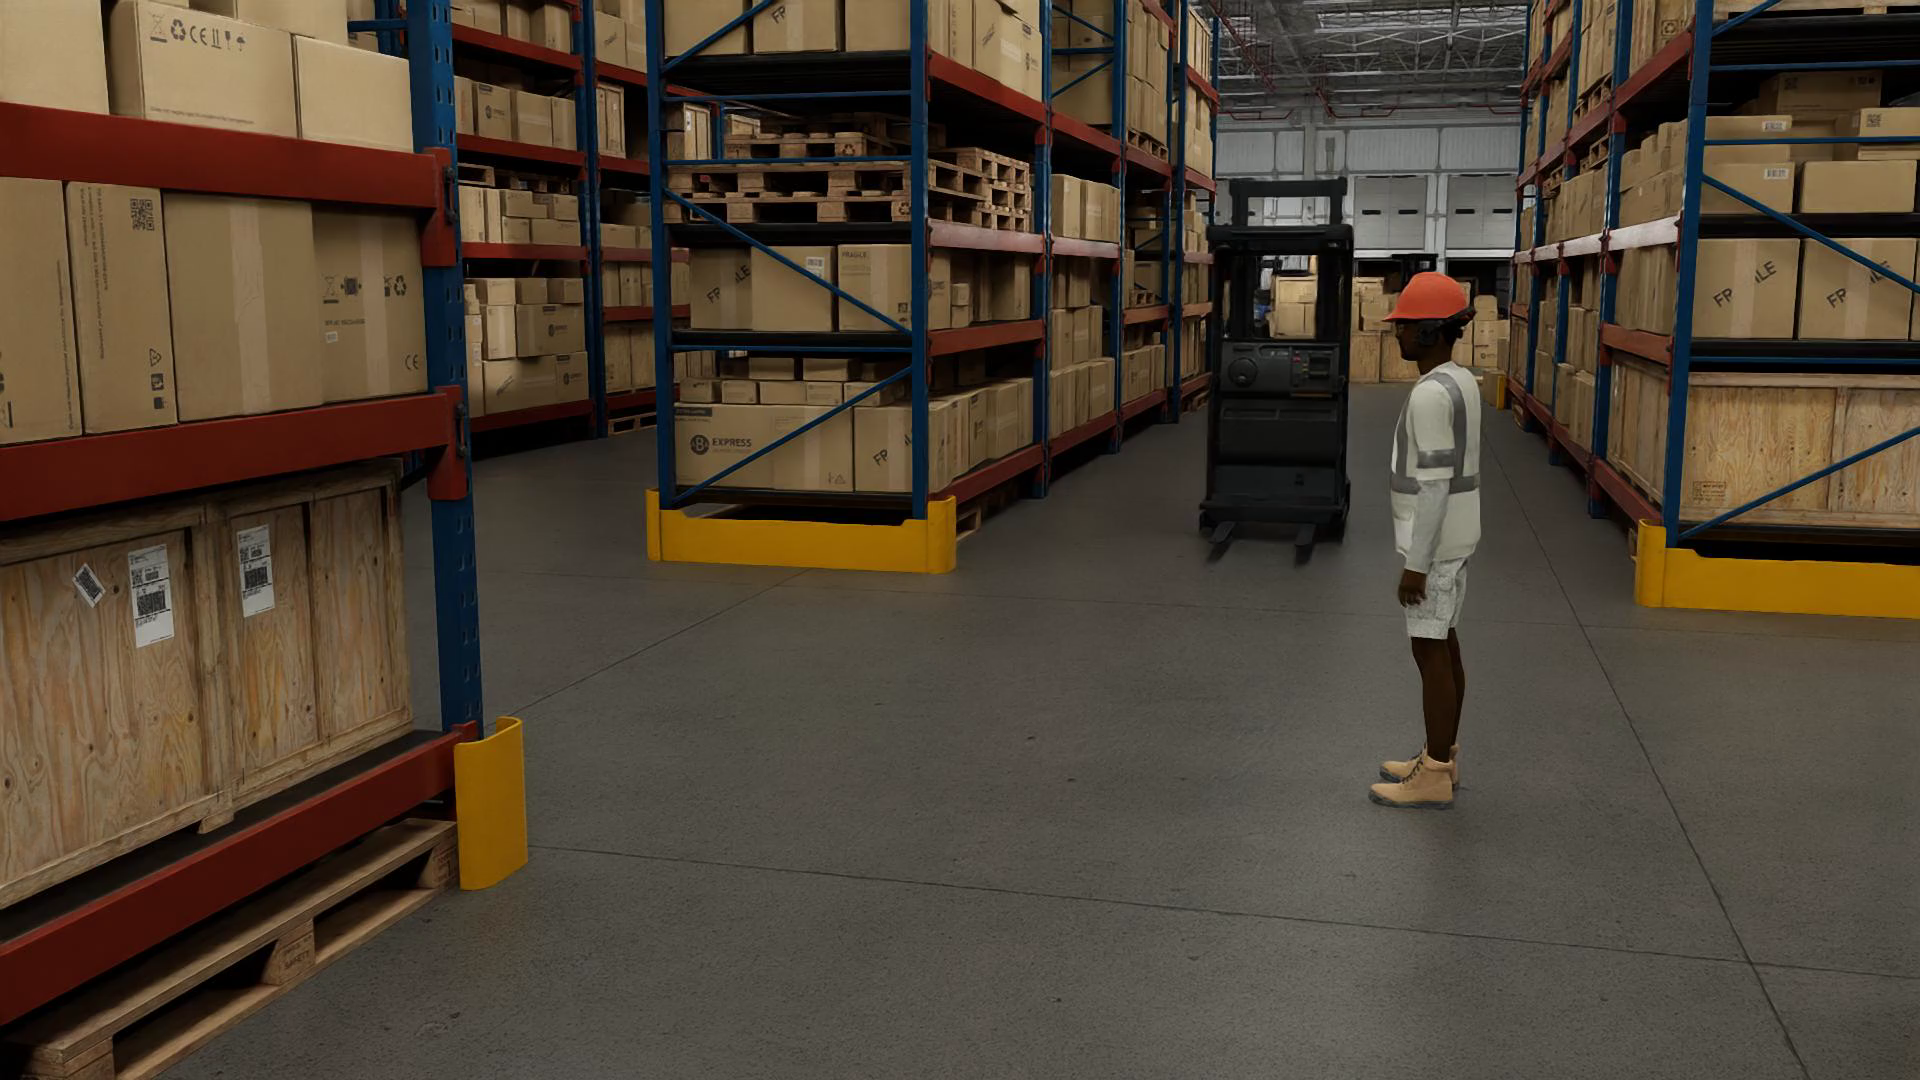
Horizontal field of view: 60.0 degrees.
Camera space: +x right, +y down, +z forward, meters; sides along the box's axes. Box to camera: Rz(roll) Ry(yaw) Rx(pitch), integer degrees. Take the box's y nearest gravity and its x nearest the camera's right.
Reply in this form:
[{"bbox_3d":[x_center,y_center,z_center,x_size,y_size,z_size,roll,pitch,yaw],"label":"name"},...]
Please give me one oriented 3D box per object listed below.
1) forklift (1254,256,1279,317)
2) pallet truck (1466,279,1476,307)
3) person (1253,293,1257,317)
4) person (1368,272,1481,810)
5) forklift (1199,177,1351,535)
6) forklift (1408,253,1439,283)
[{"bbox_3d":[11.325,-9.117,61.693,1.129,2.768,1.873,2,9,15],"label":"forklift"},{"bbox_3d":[18.896,-8.459,60.307,1.885,1.965,0.823,5,10,31],"label":"pallet truck"},{"bbox_3d":[9.671,-7.538,55.672,0.773,1.607,0.539,0,9,0],"label":"person"},{"bbox_3d":[1.777,0.010,6.355,0.391,2.045,0.608,4,10,26],"label":"person"},{"bbox_3d":[2.663,-1.559,13.676,1.129,2.768,1.873,2,9,15],"label":"forklift"},{"bbox_3d":[14.972,-7.886,53.875,1.129,2.768,1.873,-3,9,-19],"label":"forklift"}]
